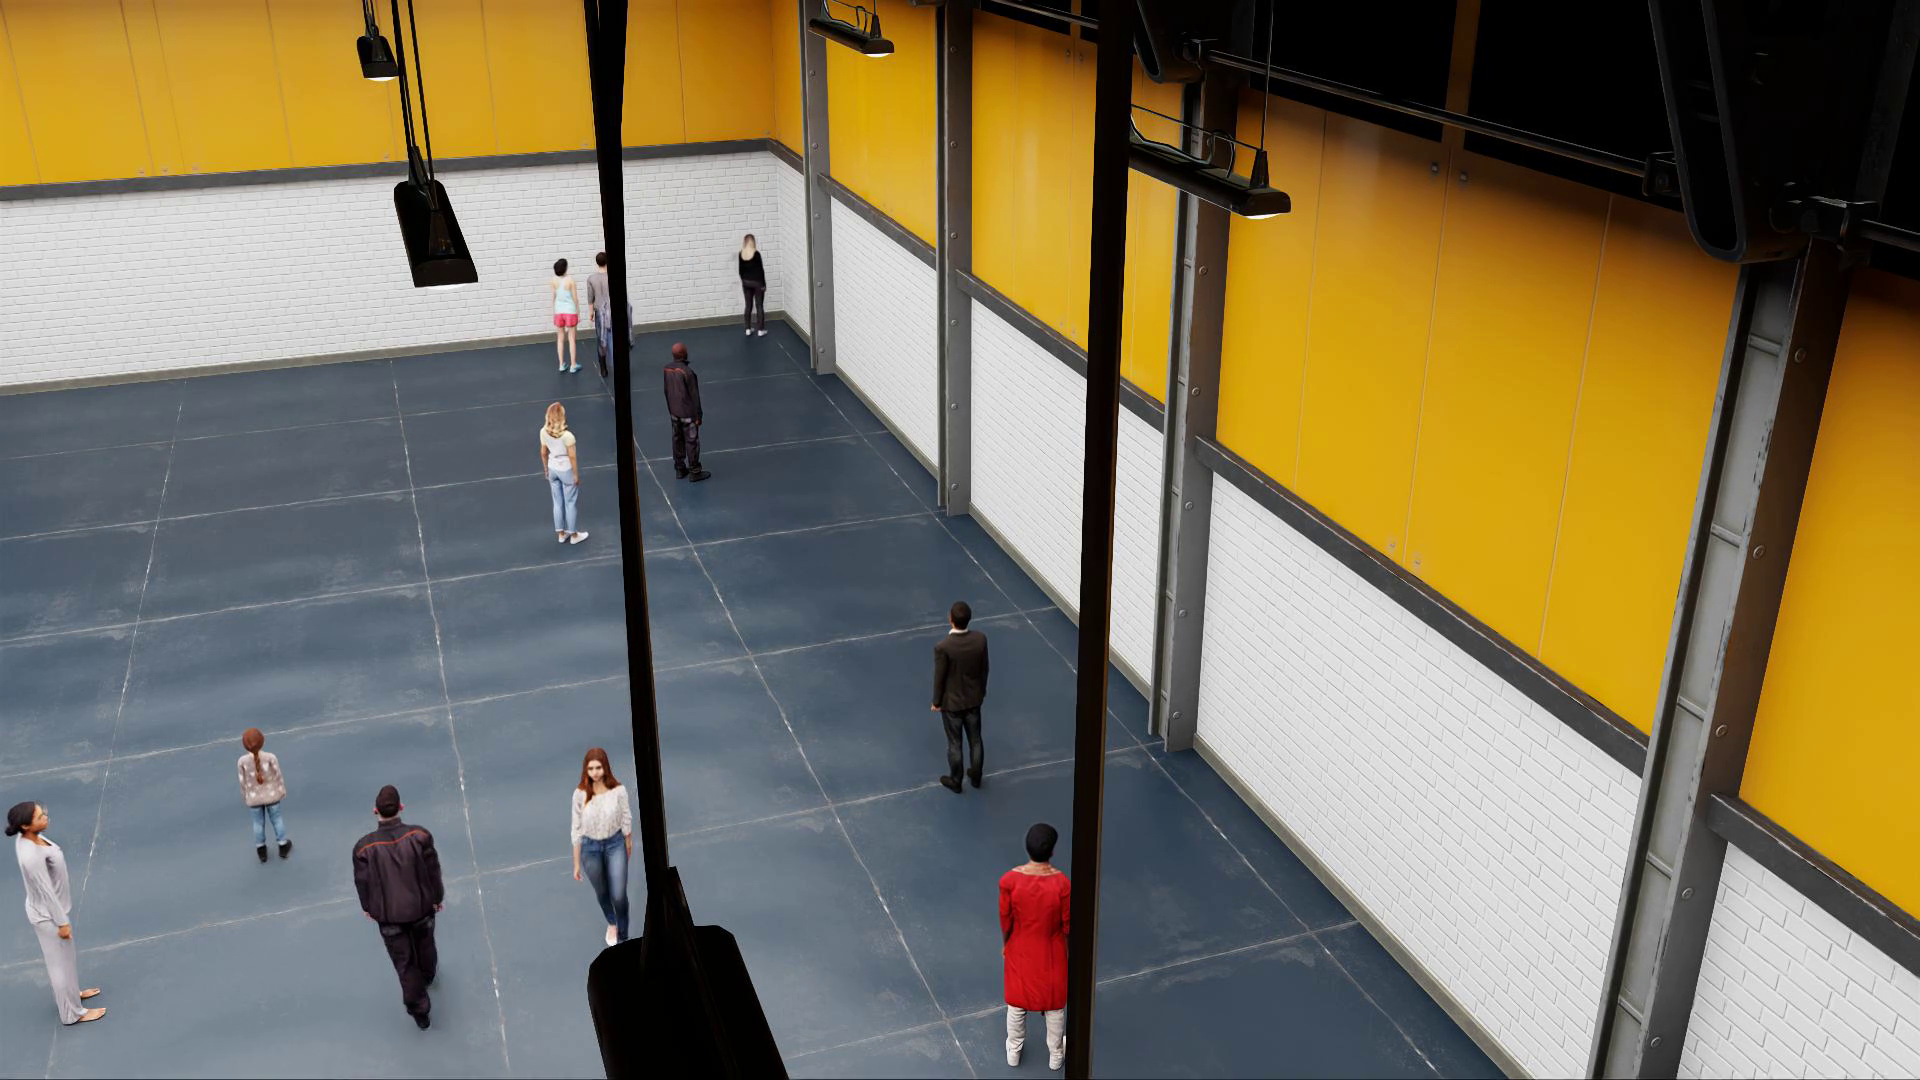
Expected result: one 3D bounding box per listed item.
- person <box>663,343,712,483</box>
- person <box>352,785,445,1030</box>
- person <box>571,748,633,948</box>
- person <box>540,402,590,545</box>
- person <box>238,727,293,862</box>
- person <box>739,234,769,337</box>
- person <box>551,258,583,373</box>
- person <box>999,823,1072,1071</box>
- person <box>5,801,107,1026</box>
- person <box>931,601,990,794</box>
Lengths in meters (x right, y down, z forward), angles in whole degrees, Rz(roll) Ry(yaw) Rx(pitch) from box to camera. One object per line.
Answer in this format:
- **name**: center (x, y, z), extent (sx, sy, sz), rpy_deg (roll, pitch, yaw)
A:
- **person**: center (-3.549, -1.654, 21.336), extent (0.767, 1.825, 0.853), rpy_deg (14, 27, 28)
- **person**: center (-3.872, 2.593, 11.611), extent (0.772, 1.833, 1.020), rpy_deg (-10, 26, -22)
- **person**: center (-2.673, 2.283, 12.471), extent (0.694, 1.712, 0.827), rpy_deg (-2, 24, -4)
- **person**: center (-4.662, -0.781, 19.468), extent (0.702, 1.722, 0.752), rpy_deg (9, 25, 20)
- **person**: center (-5.701, 2.072, 13.601), extent (0.489, 1.194, 0.475), rpy_deg (-7, 25, -15)
- **person**: center (-3.429, -4.183, 27.300), extent (0.688, 1.683, 0.743), rpy_deg (10, 26, 22)
- **person**: center (-6.044, -3.457, 25.539), extent (0.669, 1.764, 0.704), rpy_deg (4, 24, 8)
- **person**: center (0.529, 2.743, 11.205), extent (0.774, 1.884, 0.776), rpy_deg (4, 24, 9)
- **person**: center (-6.412, 2.603, 11.708), extent (0.739, 1.737, 0.567), rpy_deg (-15, 28, -31)
- **person**: center (0.016, 1.358, 14.471), extent (0.695, 1.805, 0.561), rpy_deg (-11, 26, -23)
